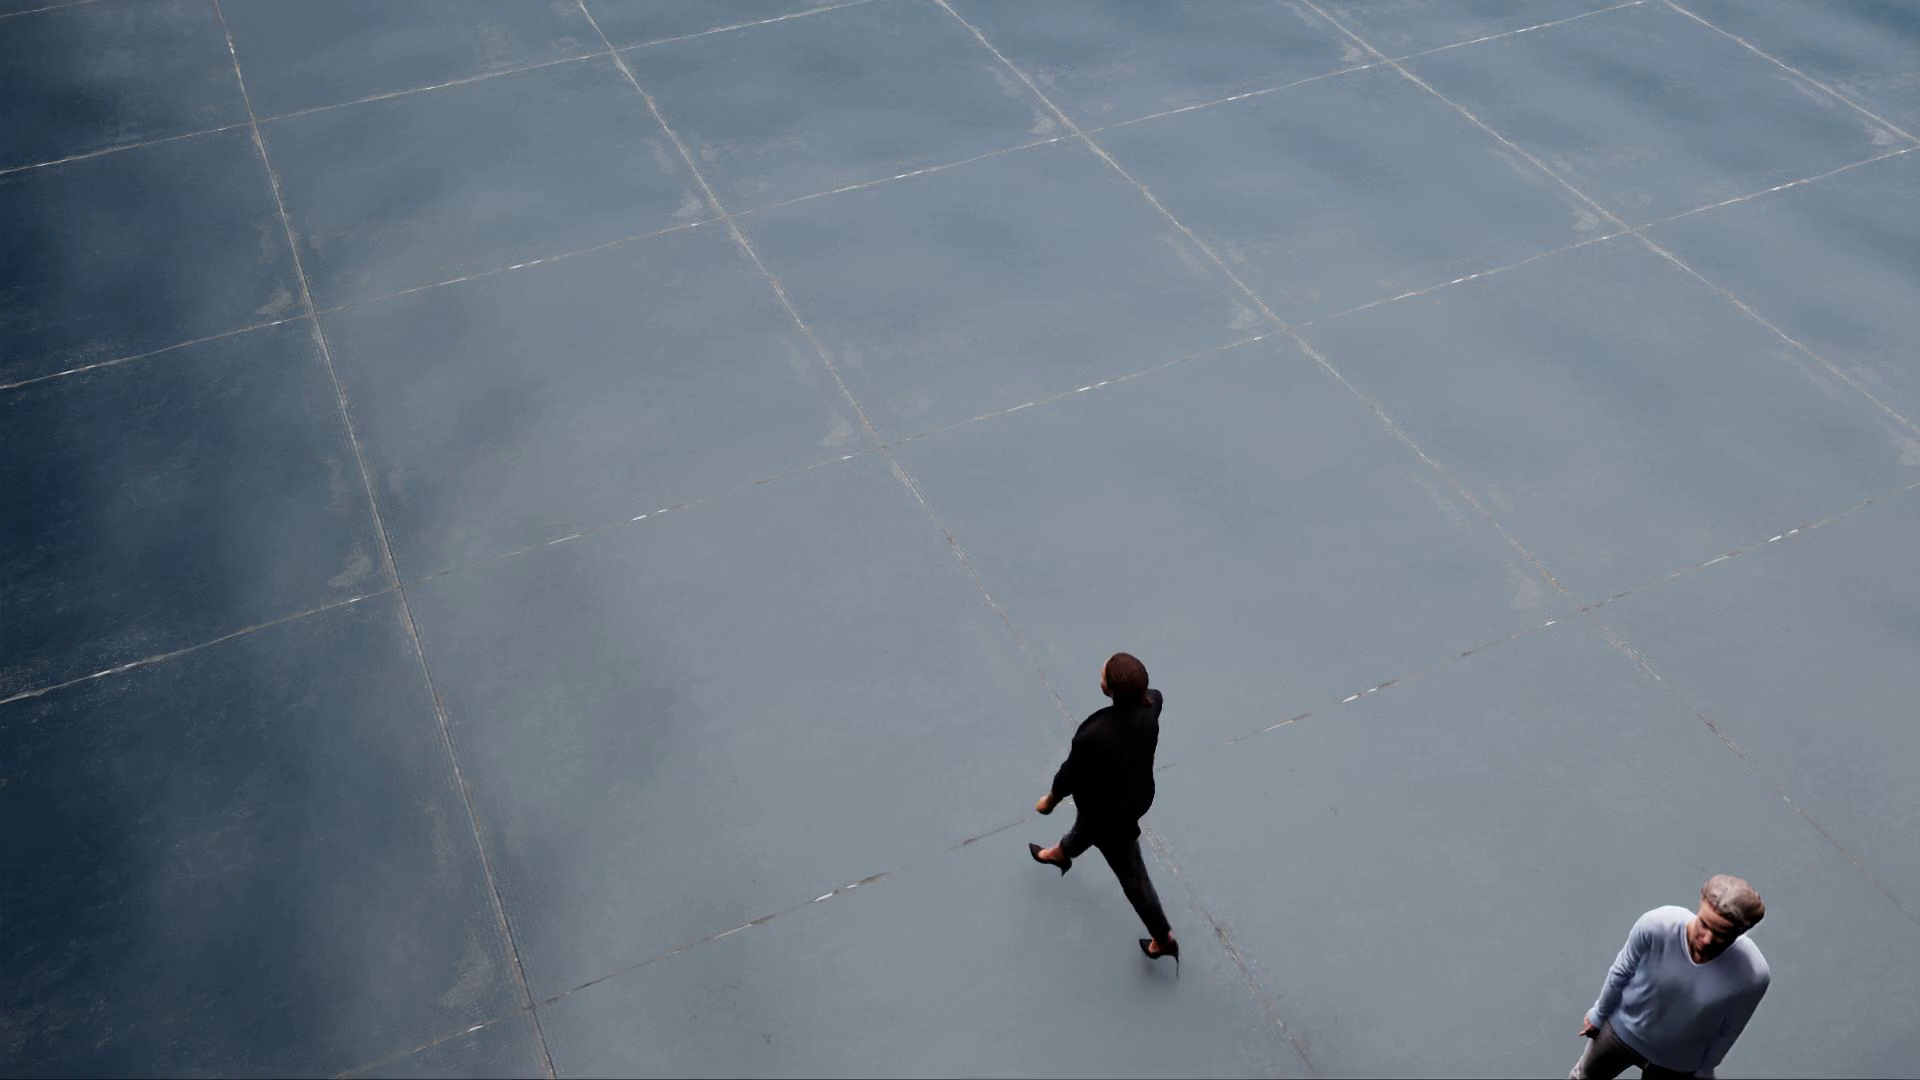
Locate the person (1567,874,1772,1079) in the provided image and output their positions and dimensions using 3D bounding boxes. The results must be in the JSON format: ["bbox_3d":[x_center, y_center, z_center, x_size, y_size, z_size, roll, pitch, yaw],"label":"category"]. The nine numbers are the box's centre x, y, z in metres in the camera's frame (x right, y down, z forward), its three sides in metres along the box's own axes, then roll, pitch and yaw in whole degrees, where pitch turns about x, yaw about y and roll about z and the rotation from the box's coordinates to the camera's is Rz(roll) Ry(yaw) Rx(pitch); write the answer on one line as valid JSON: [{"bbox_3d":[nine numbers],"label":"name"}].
[{"bbox_3d":[2.627,1.872,6.287,0.697,1.894,0.806,25,48,25],"label":"person"}]

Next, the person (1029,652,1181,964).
[{"bbox_3d":[0.731,1.210,7.188,1.248,1.660,0.964,32,51,30],"label":"person"}]
